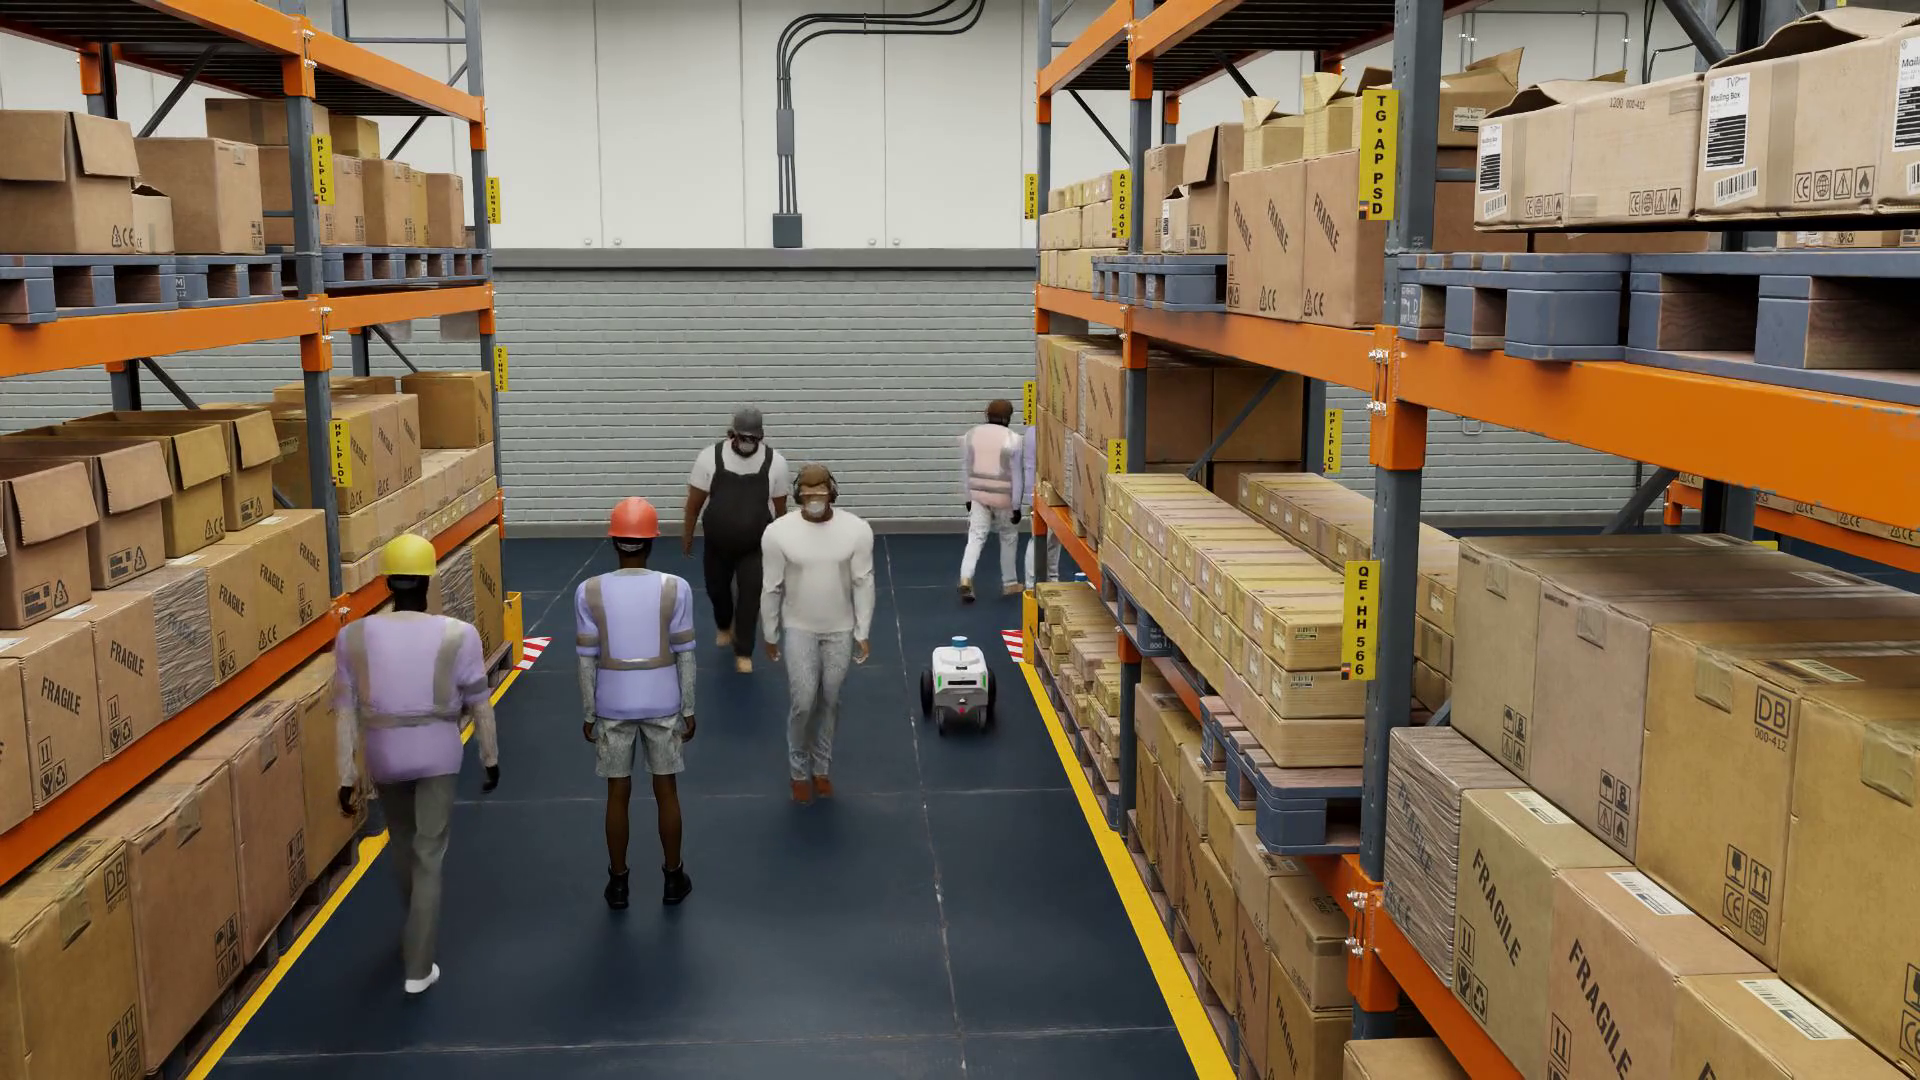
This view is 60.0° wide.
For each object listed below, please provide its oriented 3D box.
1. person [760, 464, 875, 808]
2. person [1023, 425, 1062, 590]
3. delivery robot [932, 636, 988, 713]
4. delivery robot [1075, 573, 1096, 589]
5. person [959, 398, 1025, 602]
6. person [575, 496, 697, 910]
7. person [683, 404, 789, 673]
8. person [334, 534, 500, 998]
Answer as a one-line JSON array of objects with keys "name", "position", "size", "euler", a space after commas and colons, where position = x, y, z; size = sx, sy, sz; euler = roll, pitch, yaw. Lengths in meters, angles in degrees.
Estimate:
[{"name": "person", "position": [-0.773, 0.530, 9.209], "size": [0.621, 1.911, 0.609], "euler": [-2, 10, -14]}, {"name": "person", "position": [0.789, -0.371, 14.496], "size": [0.402, 1.924, 0.630], "euler": [9, 13, 42]}, {"name": "delivery robot", "position": [-0.003, 0.875, 10.884], "size": [0.477, 0.478, 0.707], "euler": [0, 10, -3]}, {"name": "delivery robot", "position": [0.950, 0.503, 13.072], "size": [0.707, 0.478, 0.477], "euler": [-6, 11, -33]}, {"name": "person", "position": [0.273, -0.355, 14.732], "size": [0.632, 1.810, 0.892], "euler": [5, 11, 28]}, {"name": "person", "position": [-1.501, 0.761, 7.765], "size": [0.548, 1.938, 0.358], "euler": [-1, 10, -9]}, {"name": "person", "position": [-1.654, -0.077, 12.398], "size": [0.770, 2.000, 0.837], "euler": [-1, 10, -5]}, {"name": "person", "position": [-2.288, 0.903, 7.093], "size": [0.619, 1.873, 0.974], "euler": [-1, 10, -6]}]
